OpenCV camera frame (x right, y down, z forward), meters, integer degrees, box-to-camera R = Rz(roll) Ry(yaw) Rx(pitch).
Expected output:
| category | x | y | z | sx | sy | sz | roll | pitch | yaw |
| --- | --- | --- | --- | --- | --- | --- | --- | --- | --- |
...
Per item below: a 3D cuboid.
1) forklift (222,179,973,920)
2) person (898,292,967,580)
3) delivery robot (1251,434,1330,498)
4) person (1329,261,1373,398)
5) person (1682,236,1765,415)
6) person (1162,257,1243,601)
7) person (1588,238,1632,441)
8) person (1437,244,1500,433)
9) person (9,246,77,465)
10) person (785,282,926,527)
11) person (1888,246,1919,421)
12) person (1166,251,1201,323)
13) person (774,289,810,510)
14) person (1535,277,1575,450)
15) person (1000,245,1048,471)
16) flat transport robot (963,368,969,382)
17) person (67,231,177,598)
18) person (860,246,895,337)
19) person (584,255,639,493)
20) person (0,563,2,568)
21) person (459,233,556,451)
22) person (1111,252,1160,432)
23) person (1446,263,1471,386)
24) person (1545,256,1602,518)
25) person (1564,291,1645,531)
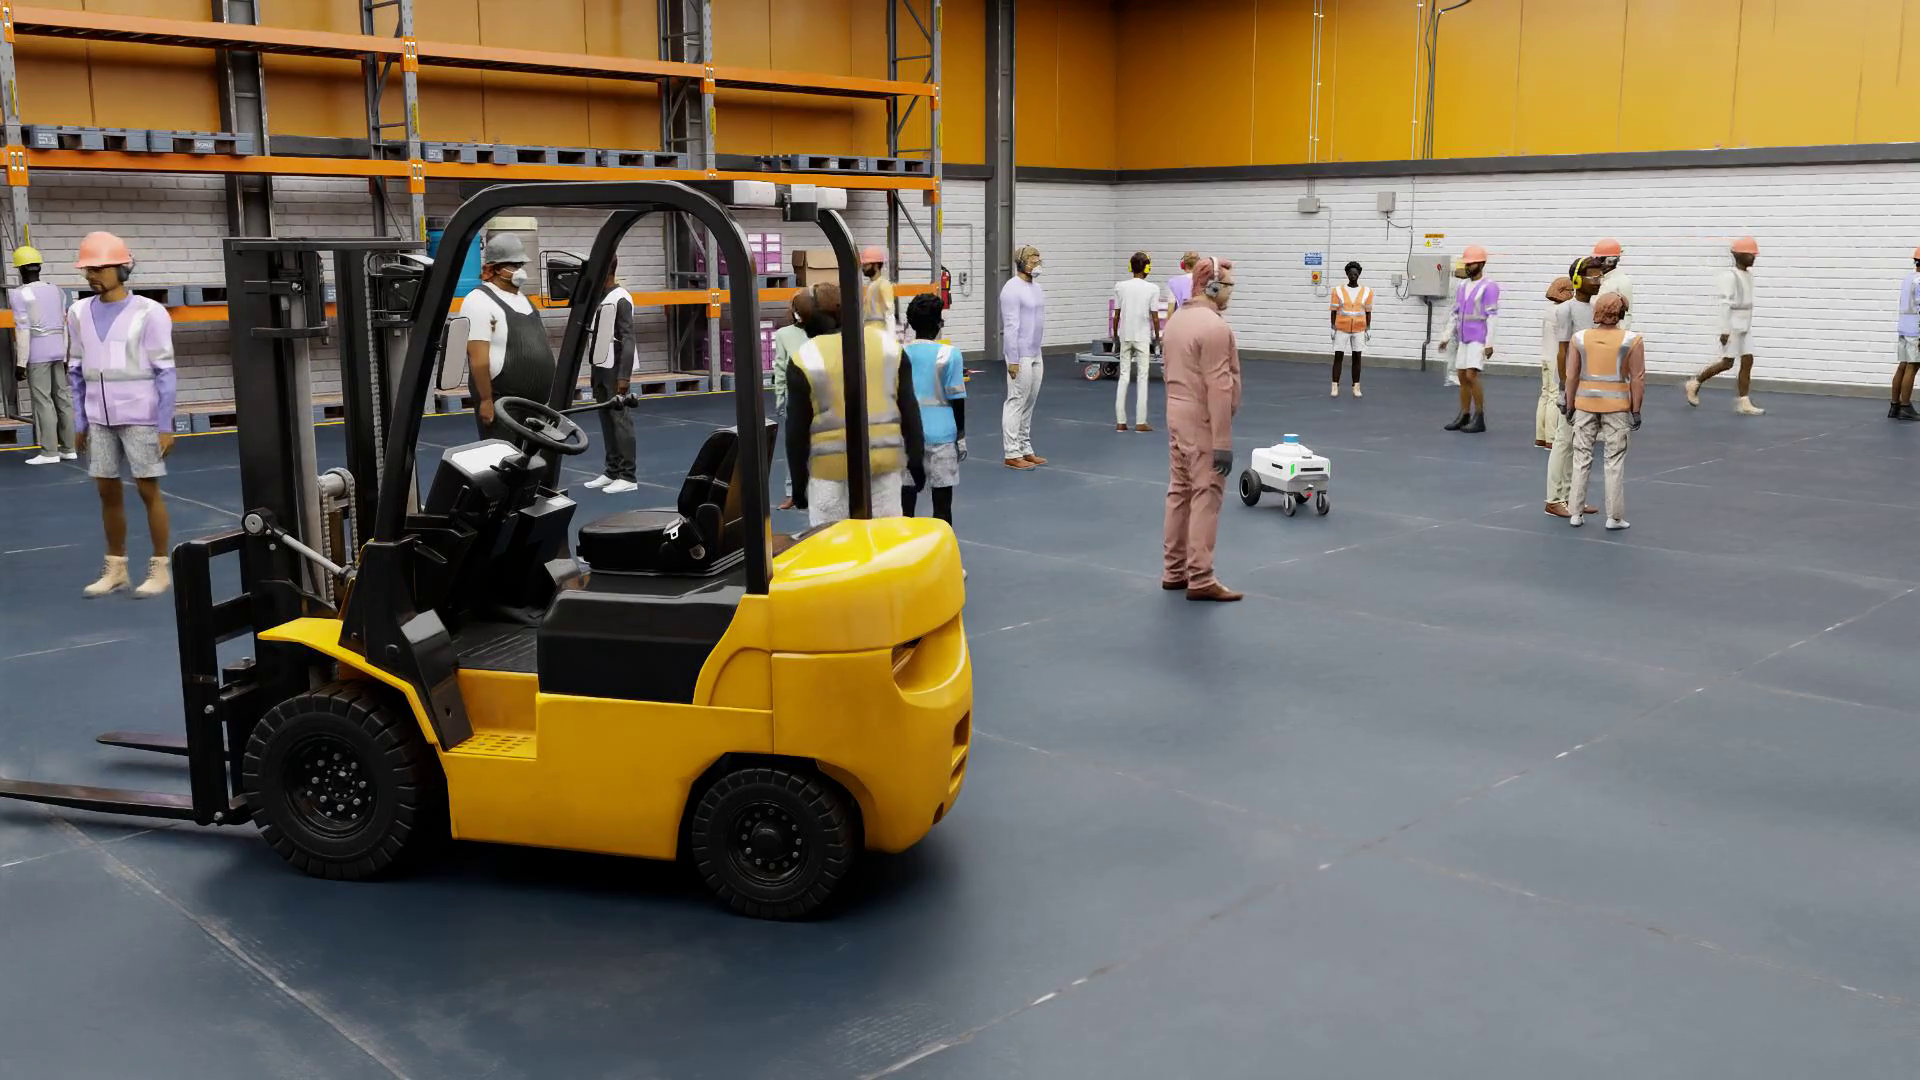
| category | x | y | z | sx | sy | sz | roll | pitch | yaw |
| --- | --- | --- | --- | --- | --- | --- | --- | --- | --- |
| forklift | -1.114 | -0.058 | 5.440 | 2.313 | 2.155 | 1.214 | 2 | 11 | 13 |
| person | -0.198 | -0.585 | 9.679 | 0.529 | 1.694 | 0.321 | 4 | 11 | 23 |
| delivery robot | 2.437 | -0.537 | 12.272 | 0.477 | 0.478 | 0.707 | -3 | 11 | -15 |
| person | 4.879 | -2.624 | 20.788 | 0.531 | 1.697 | 0.322 | 1 | 10 | 5 |
| person | 8.767 | -2.441 | 18.933 | 0.617 | 2.017 | 0.859 | -8 | 13 | -39 |
| person | 1.362 | -0.621 | 9.324 | 0.394 | 1.902 | 0.724 | -3 | 11 | -16 |
| person | 6.373 | -1.978 | 16.457 | 0.385 | 1.991 | 0.624 | -2 | 11 | -11 |
| person | 5.264 | -2.072 | 17.171 | 0.414 | 1.929 | 0.578 | -4 | 11 | -18 |
| person | -8.139 | -1.625 | 14.721 | 0.383 | 1.924 | 0.589 | 2 | 11 | 12 |
| person | -0.471 | -0.329 | 8.013 | 0.760 | 1.811 | 0.432 | -4 | 11 | -23 |
| person | 10.504 | -2.278 | 18.249 | 0.376 | 1.936 | 0.549 | 2 | 11 | 10 |
| person | 2.639 | -2.383 | 19.070 | 0.571 | 1.843 | 0.373 | -1 | 10 | -7 |
| person | -1.125 | -1.023 | 12.229 | 0.501 | 1.633 | 0.284 | 3 | 11 | 15 |
| person | 5.645 | -1.663 | 15.725 | 0.278 | 1.633 | 0.507 | 0 | 10 | -2 |
| person | 0.563 | -1.579 | 14.431 | 0.358 | 1.938 | 0.636 | 5 | 11 | 25 |
| flat transport robot | -0.639 | -2.247 | 22.624 | 1.431 | 0.197 | 0.652 | 2 | 11 | 11 |
| person | -4.679 | -0.683 | 9.267 | 0.615 | 2.041 | 0.384 | 1 | 10 | 8 |
| person | -0.969 | -2.140 | 17.606 | 0.942 | 1.895 | 0.555 | -3 | 11 | -16 |
| person | -2.759 | -1.340 | 13.183 | 0.378 | 1.917 | 0.597 | -7 | 13 | -35 |
| person | -6.040 | -0.710 | 9.958 | 0.507 | 1.841 | 0.339 | 7 | 13 | 35 |
| person | -2.862 | -0.948 | 10.714 | 0.536 | 2.000 | 0.672 | 3 | 11 | 15 |
| person | 1.814 | -2.030 | 17.137 | 0.527 | 1.856 | 0.343 | 4 | 11 | 23 |
| person | 6.717 | -2.903 | 22.220 | 0.430 | 1.726 | 0.501 | 2 | 11 | 12 |
| person | 4.458 | -1.097 | 11.991 | 0.328 | 1.872 | 0.510 | 10 | 14 | 43 |
| person | 4.431 | -0.884 | 11.462 | 0.525 | 1.639 | 0.307 | 7 | 13 | 35 |
